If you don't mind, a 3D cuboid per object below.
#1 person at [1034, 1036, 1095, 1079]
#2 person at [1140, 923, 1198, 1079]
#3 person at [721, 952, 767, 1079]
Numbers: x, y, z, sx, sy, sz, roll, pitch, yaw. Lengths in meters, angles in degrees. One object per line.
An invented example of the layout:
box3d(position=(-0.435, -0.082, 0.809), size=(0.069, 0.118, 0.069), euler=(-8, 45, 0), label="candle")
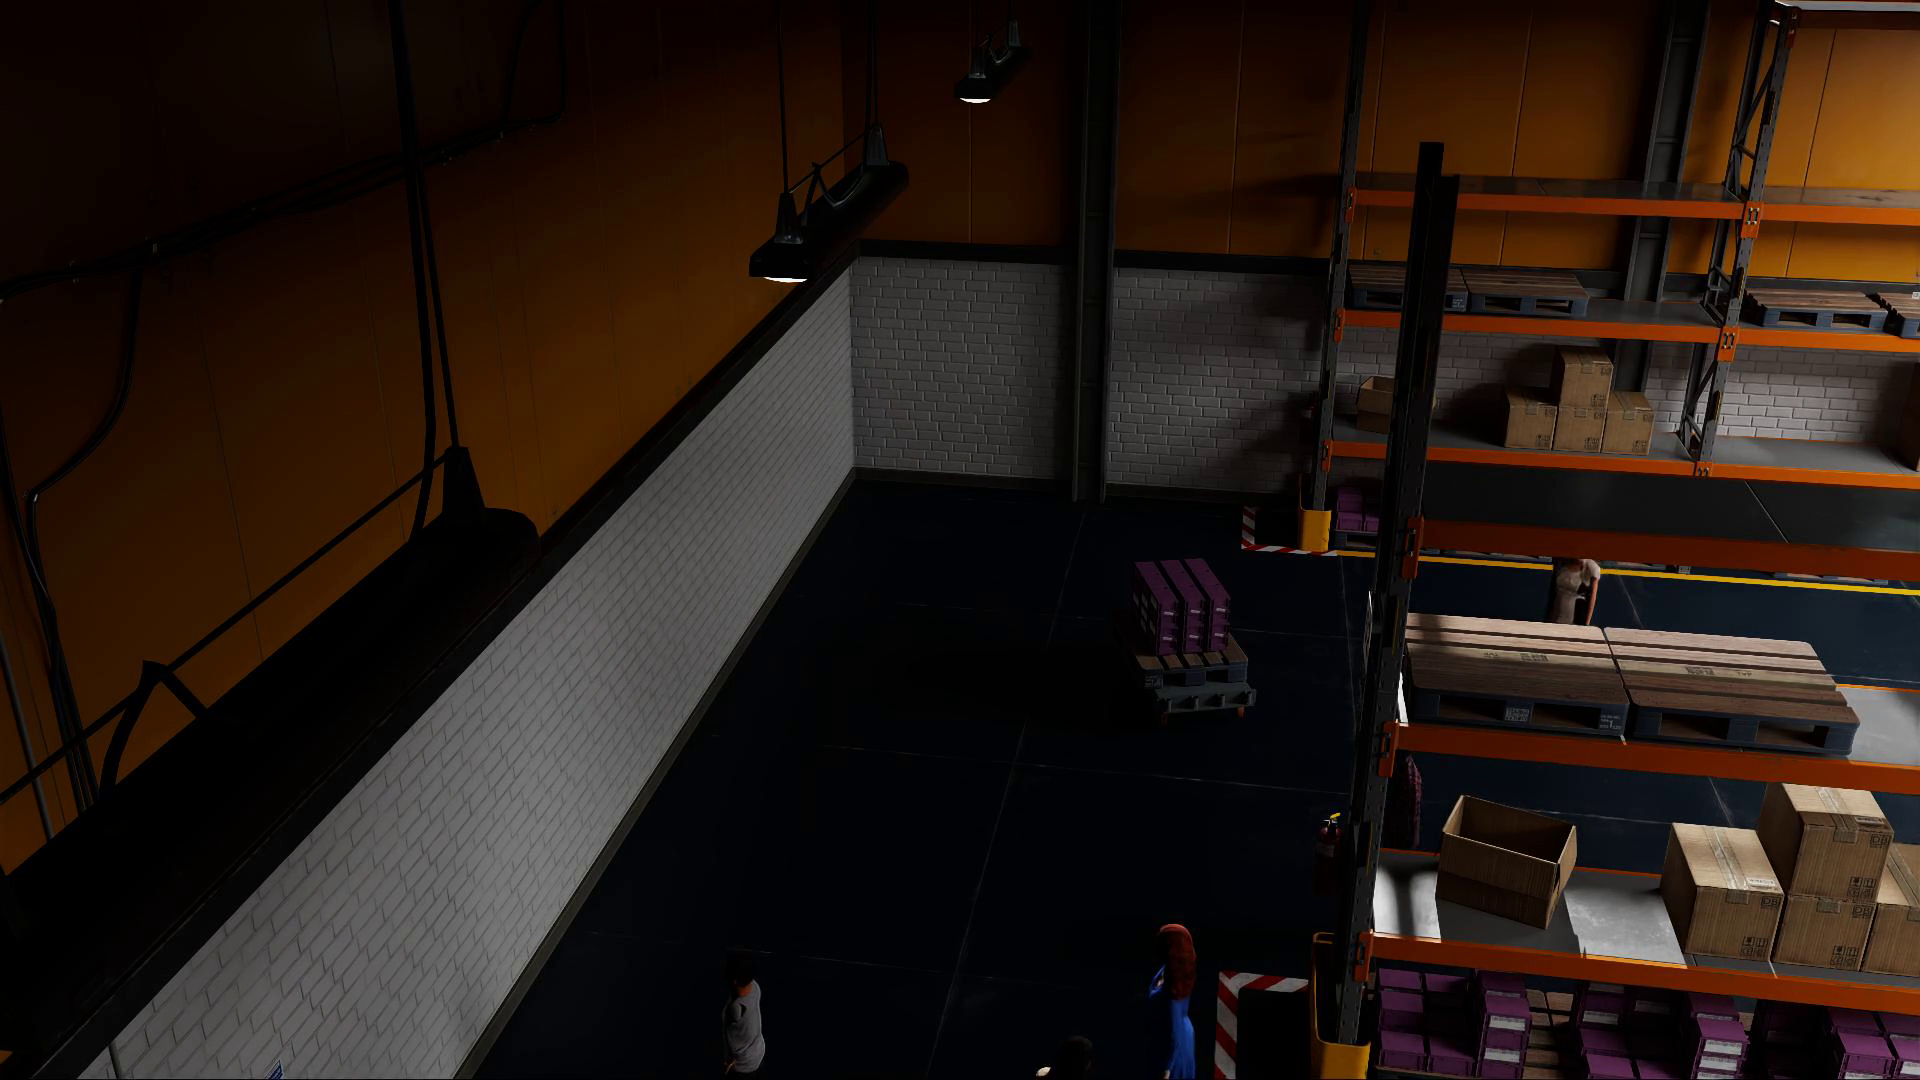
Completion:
box3d(position=(0.484, 3.480, 9.168), size=(0.899, 1.664, 0.951), euler=(20, 30, 38), label="person")
box3d(position=(1.258, 3.066, 9.911), size=(0.569, 1.827, 0.618), euler=(5, 24, 12), label="person")
box3d(position=(-1.334, 3.105, 10.284), size=(0.497, 1.456, 0.565), euler=(5, 24, 11), label="person")
